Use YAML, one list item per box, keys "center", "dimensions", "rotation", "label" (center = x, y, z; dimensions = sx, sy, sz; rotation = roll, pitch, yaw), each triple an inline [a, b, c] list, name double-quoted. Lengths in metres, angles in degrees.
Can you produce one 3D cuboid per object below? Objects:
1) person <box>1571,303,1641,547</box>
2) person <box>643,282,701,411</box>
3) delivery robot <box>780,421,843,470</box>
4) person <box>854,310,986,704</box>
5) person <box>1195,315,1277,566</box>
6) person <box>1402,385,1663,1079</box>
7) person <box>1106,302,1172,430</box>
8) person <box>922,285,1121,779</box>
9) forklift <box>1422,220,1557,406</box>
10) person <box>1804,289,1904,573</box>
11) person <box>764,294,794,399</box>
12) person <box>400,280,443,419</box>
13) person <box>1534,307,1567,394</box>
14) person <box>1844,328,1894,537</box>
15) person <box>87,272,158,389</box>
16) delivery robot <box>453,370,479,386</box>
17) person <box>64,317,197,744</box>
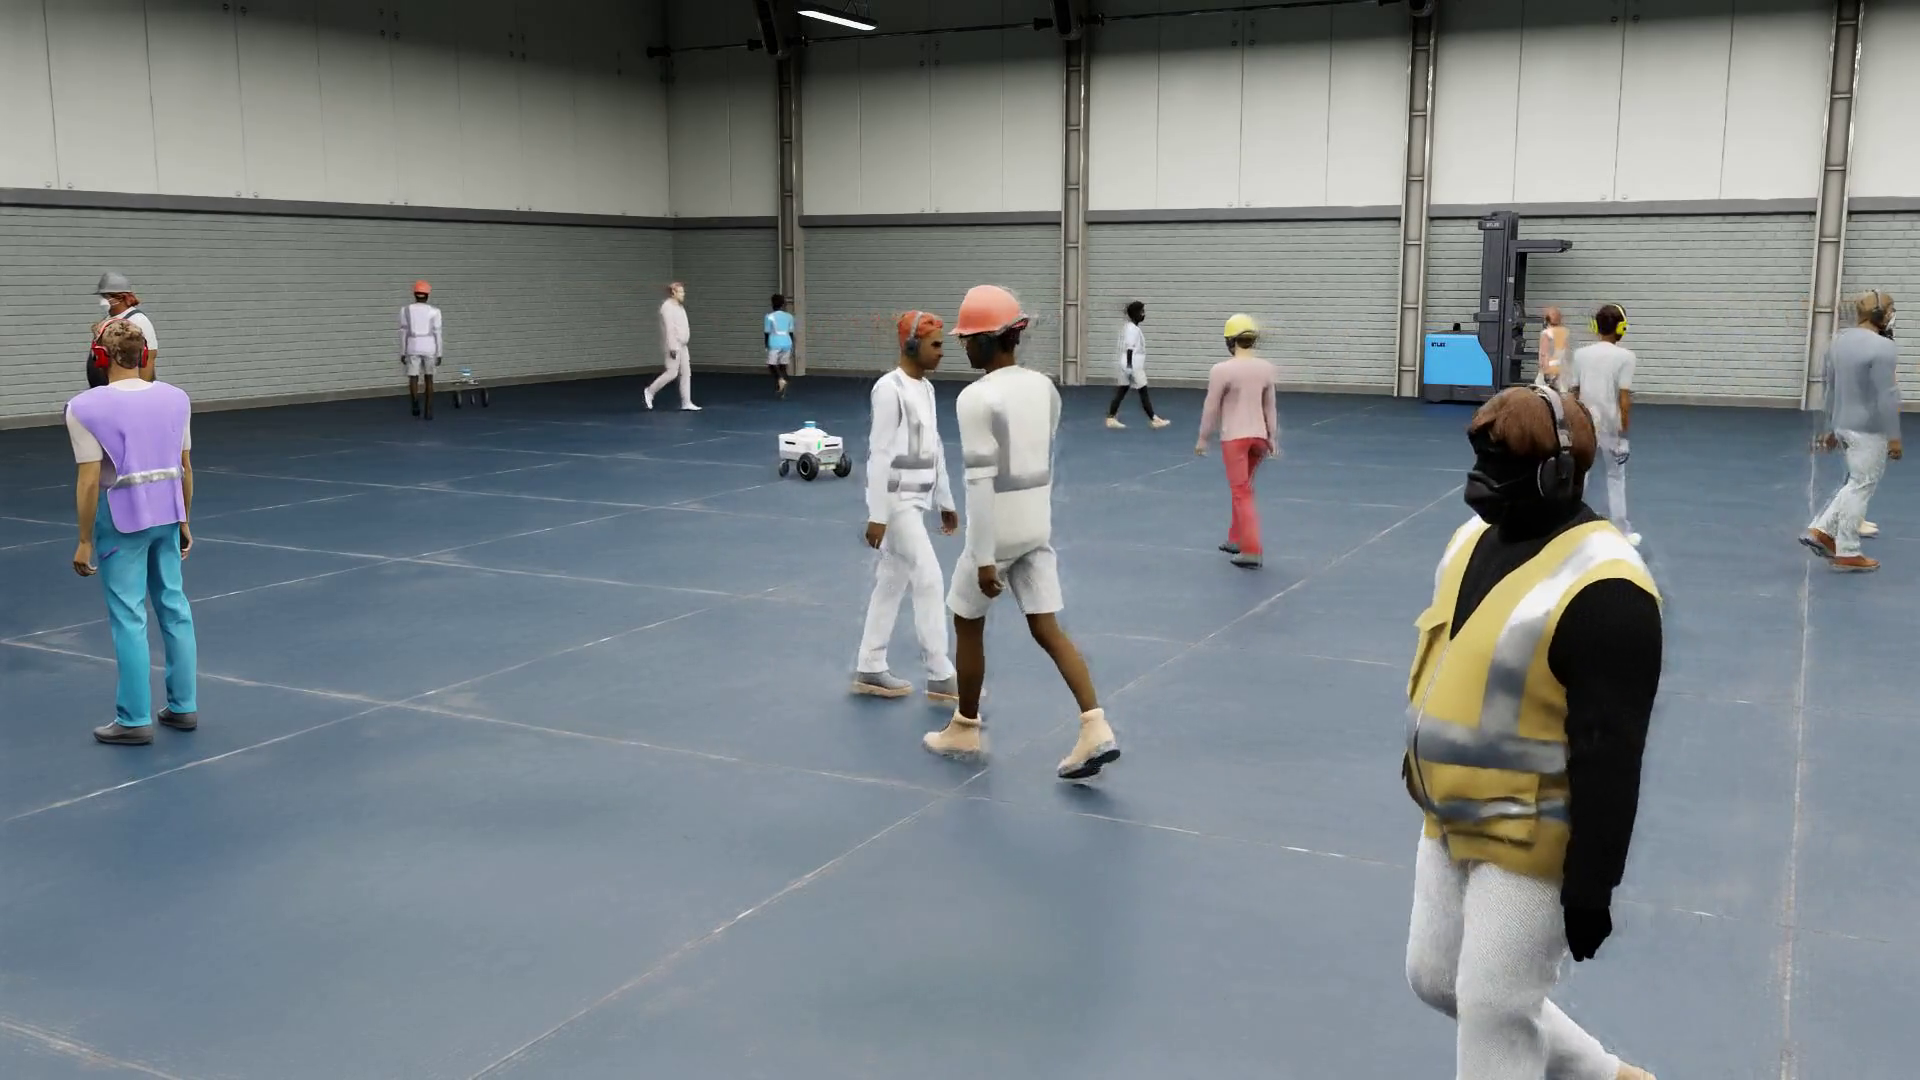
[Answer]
- center: [4.625, -0.790, 11.976]
  dimensions: [0.968, 1.818, 0.545]
  rotation: [-8, 12, -39]
  label: "person"
- center: [-4.222, -2.828, 24.349]
  dimensions: [0.757, 1.885, 0.657]
  rotation: [2, 9, 12]
  label: "person"
- center: [-1.496, -0.946, 16.661]
  dimensions: [0.477, 0.478, 0.707]
  rotation: [-8, 12, -41]
  label: "delivery robot"
- center: [-0.150, -0.153, 7.917]
  dimensions: [0.835, 1.853, 0.593]
  rotation: [3, 10, 16]
  label: "person"
- center: [1.923, -0.706, 11.718]
  dimensions: [0.529, 1.737, 0.766]
  rotation: [-6, 11, -31]
  label: "person"
- center: [1.172, 0.593, 3.406]
  dimensions: [0.607, 1.829, 0.641]
  rotation: [-1, 9, -8]
  label: "person"
- center: [2.281, -2.239, 21.414]
  dimensions: [0.861, 1.644, 0.546]
  rotation: [1, 9, 6]
  label: "person"
- center: [0.262, -0.024, 6.746]
  dimensions: [0.997, 2.010, 0.618]
  rotation: [9, 13, 43]
  label: "person"
- center: [8.245, -3.527, 25.720]
  dimensions: [1.873, 2.768, 1.129]
  rotation: [5, 10, 27]
  label: "forklift"
- center: [6.169, -0.735, 11.314]
  dimensions: [0.430, 1.924, 0.634]
  rotation: [1, 9, 5]
  label: "person"
- center: [-2.863, -3.092, 26.612]
  dimensions: [0.540, 1.681, 0.541]
  rotation: [-6, 11, -34]
  label: "person"
- center: [-7.408, -2.610, 22.883]
  dimensions: [0.567, 1.921, 0.610]
  rotation: [-2, 9, -14]
  label: "person"
- center: [7.384, -2.084, 20.604]
  dimensions: [0.509, 1.607, 0.778]
  rotation: [-6, 11, -32]
  label: "person"
- center: [7.079, -0.893, 12.978]
  dimensions: [0.322, 1.697, 0.531]
  rotation: [5, 11, 29]
  label: "person"
- center: [-7.458, -1.338, 14.798]
  dimensions: [0.684, 2.000, 0.536]
  rotation: [7, 12, 37]
  label: "person"
- center: [-7.497, -2.472, 25.276]
  dimensions: [0.335, 0.223, 0.698]
  rotation: [-5, 11, -29]
  label: "delivery robot"
- center: [-3.593, -0.041, 7.271]
  dimensions: [0.390, 1.846, 0.565]
  rotation: [4, 10, 26]
  label: "person"
